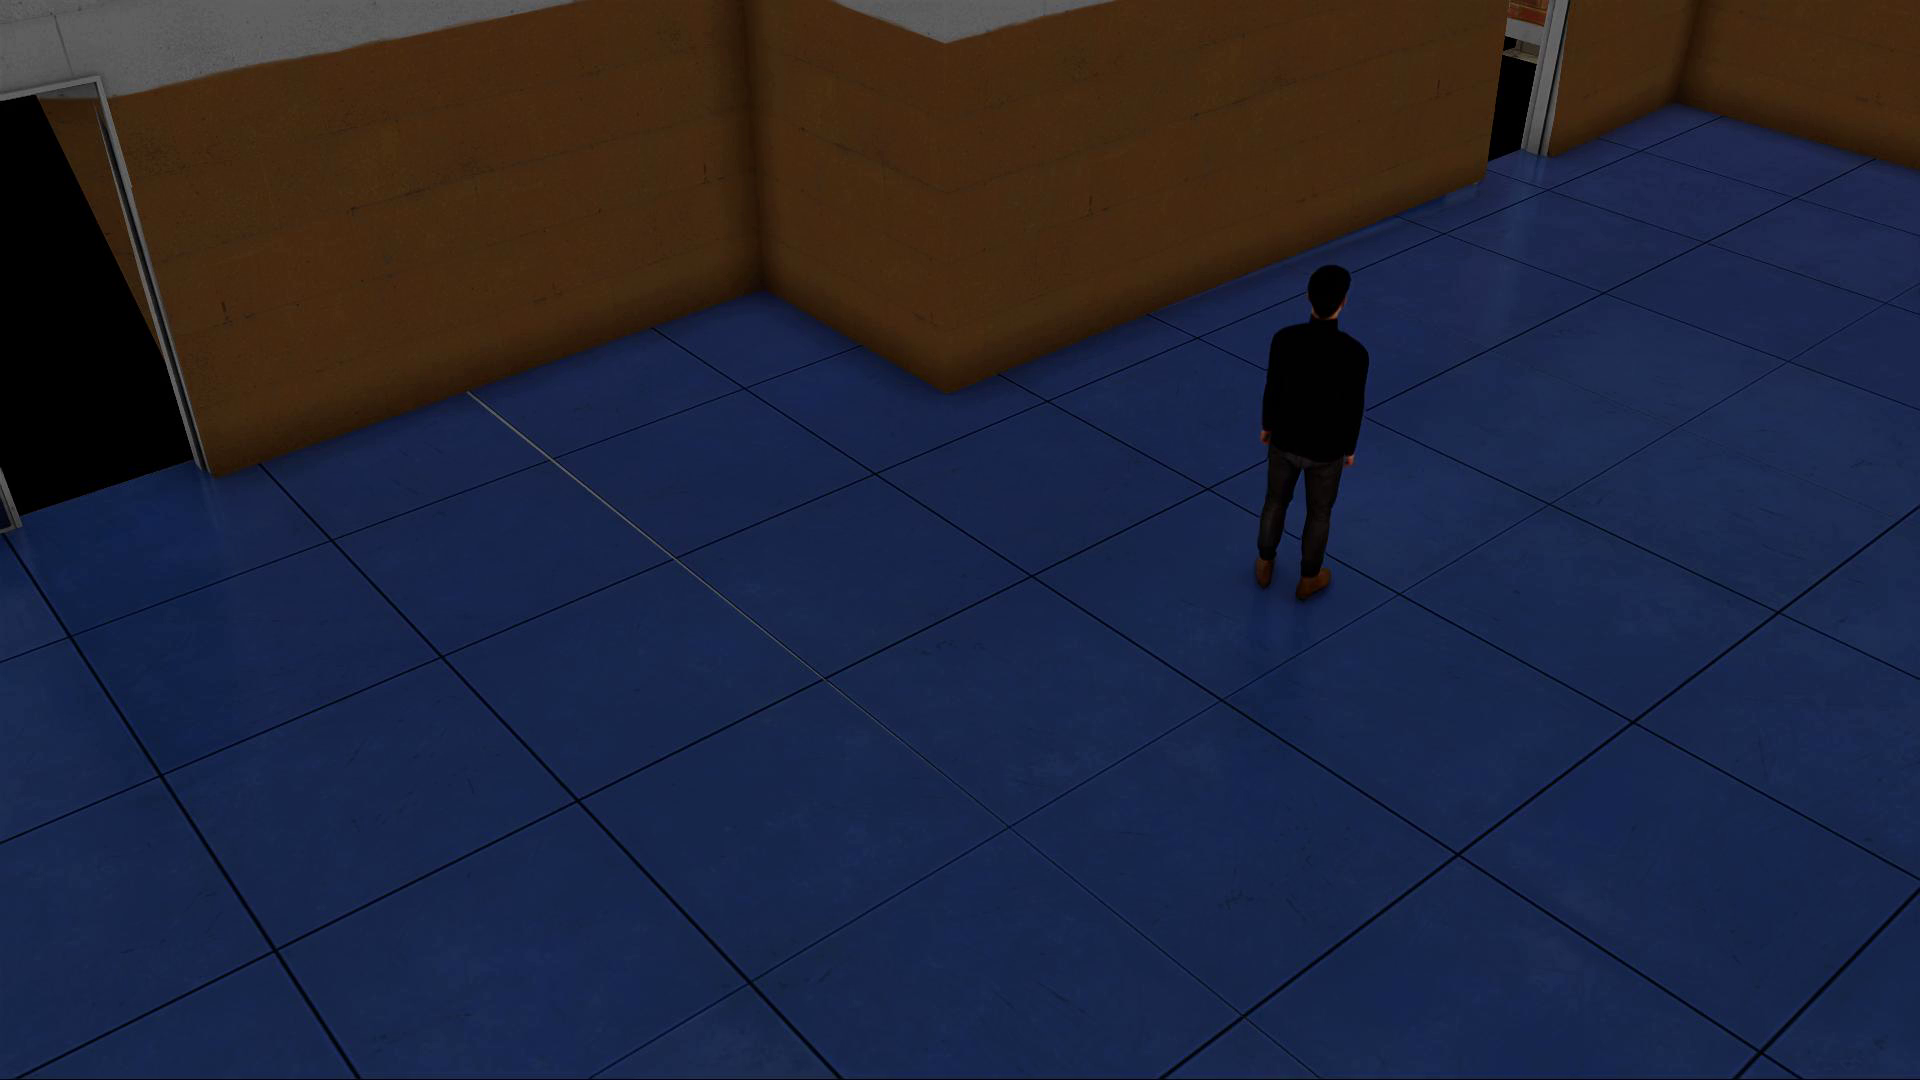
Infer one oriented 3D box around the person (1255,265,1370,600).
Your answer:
[{"bbox_3d":[1.707,-0.512,8.155,0.611,1.716,0.776,19,38,26],"label":"person"}]
